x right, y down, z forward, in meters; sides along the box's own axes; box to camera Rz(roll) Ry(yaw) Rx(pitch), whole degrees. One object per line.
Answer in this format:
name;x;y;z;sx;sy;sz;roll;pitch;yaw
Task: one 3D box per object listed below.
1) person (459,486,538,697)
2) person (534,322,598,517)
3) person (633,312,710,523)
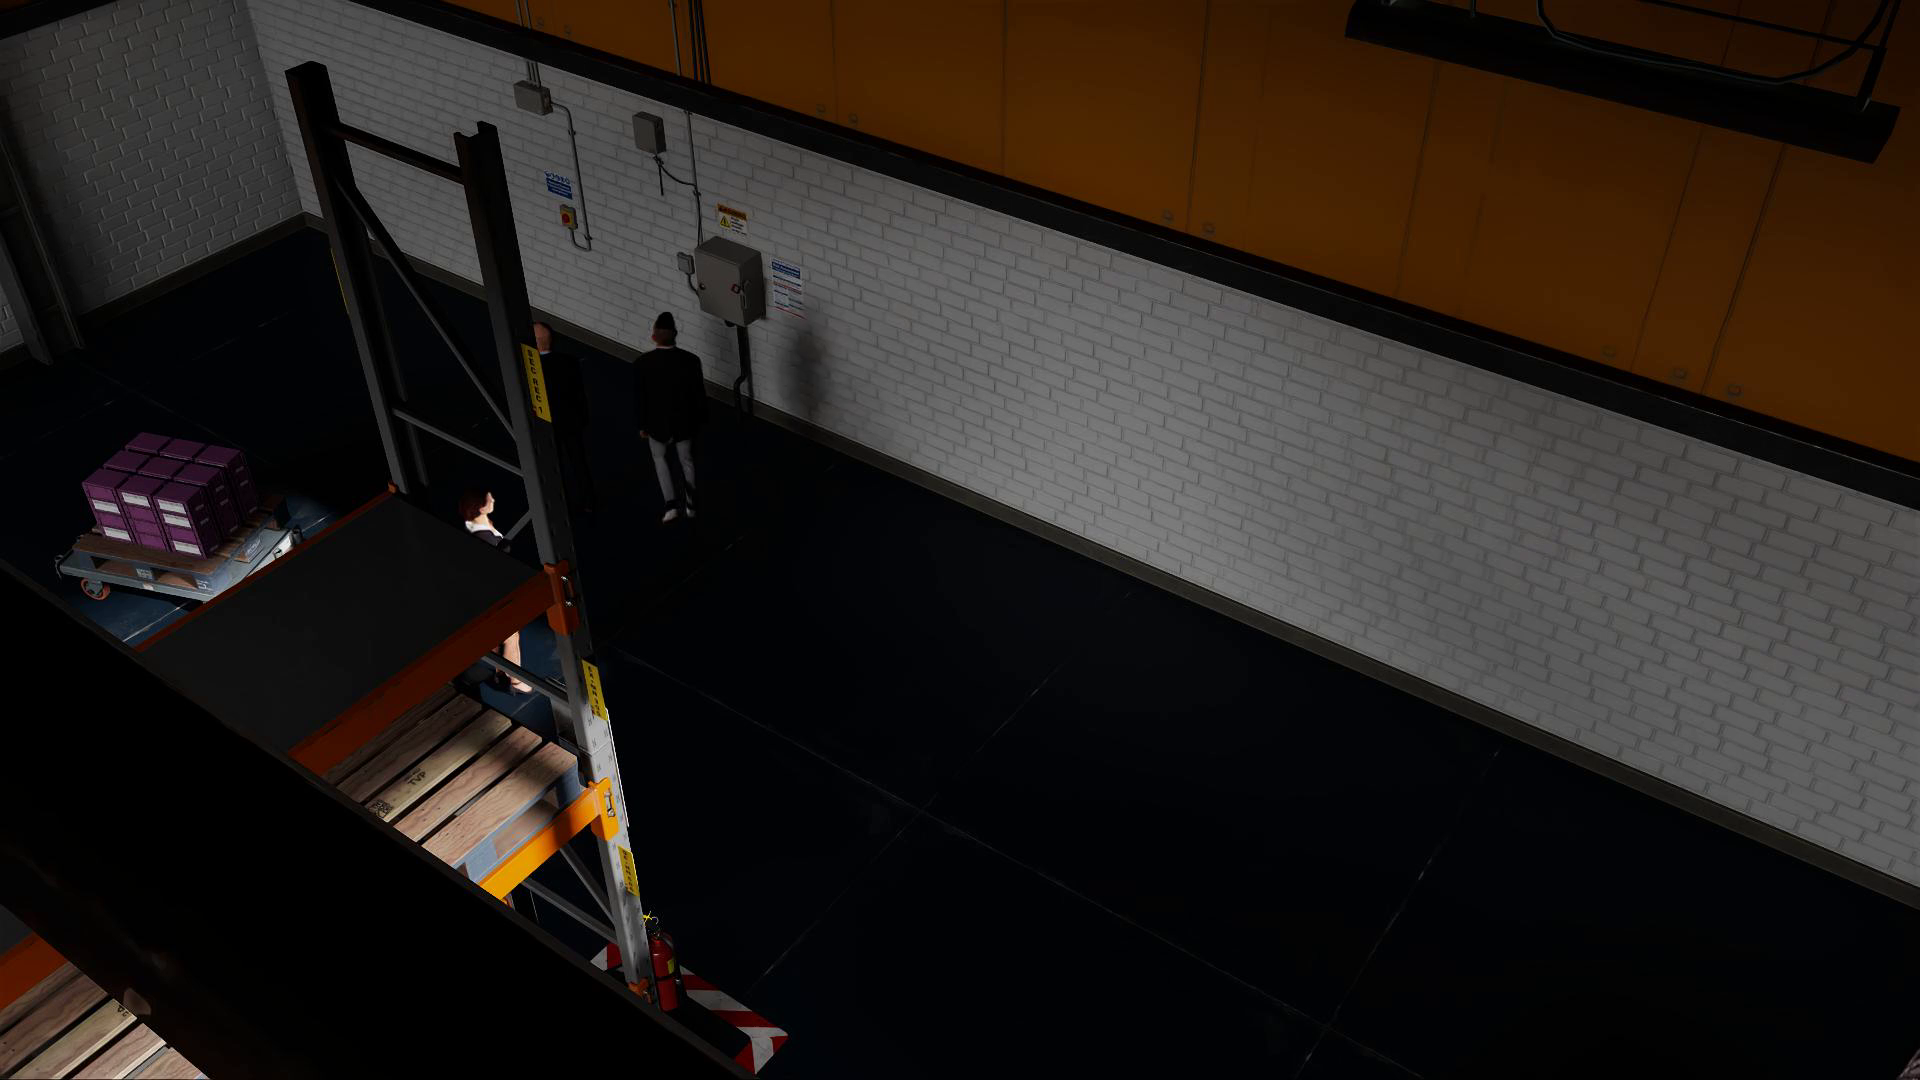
person;-3.253;0.365;11.657;0.618;1.795;0.543;31;48;33
person;-3.205;-0.925;13.272;0.649;1.796;0.817;-23;44;-26
person;-2.270;-0.906;13.126;0.985;1.948;1.045;-5;39;-6
